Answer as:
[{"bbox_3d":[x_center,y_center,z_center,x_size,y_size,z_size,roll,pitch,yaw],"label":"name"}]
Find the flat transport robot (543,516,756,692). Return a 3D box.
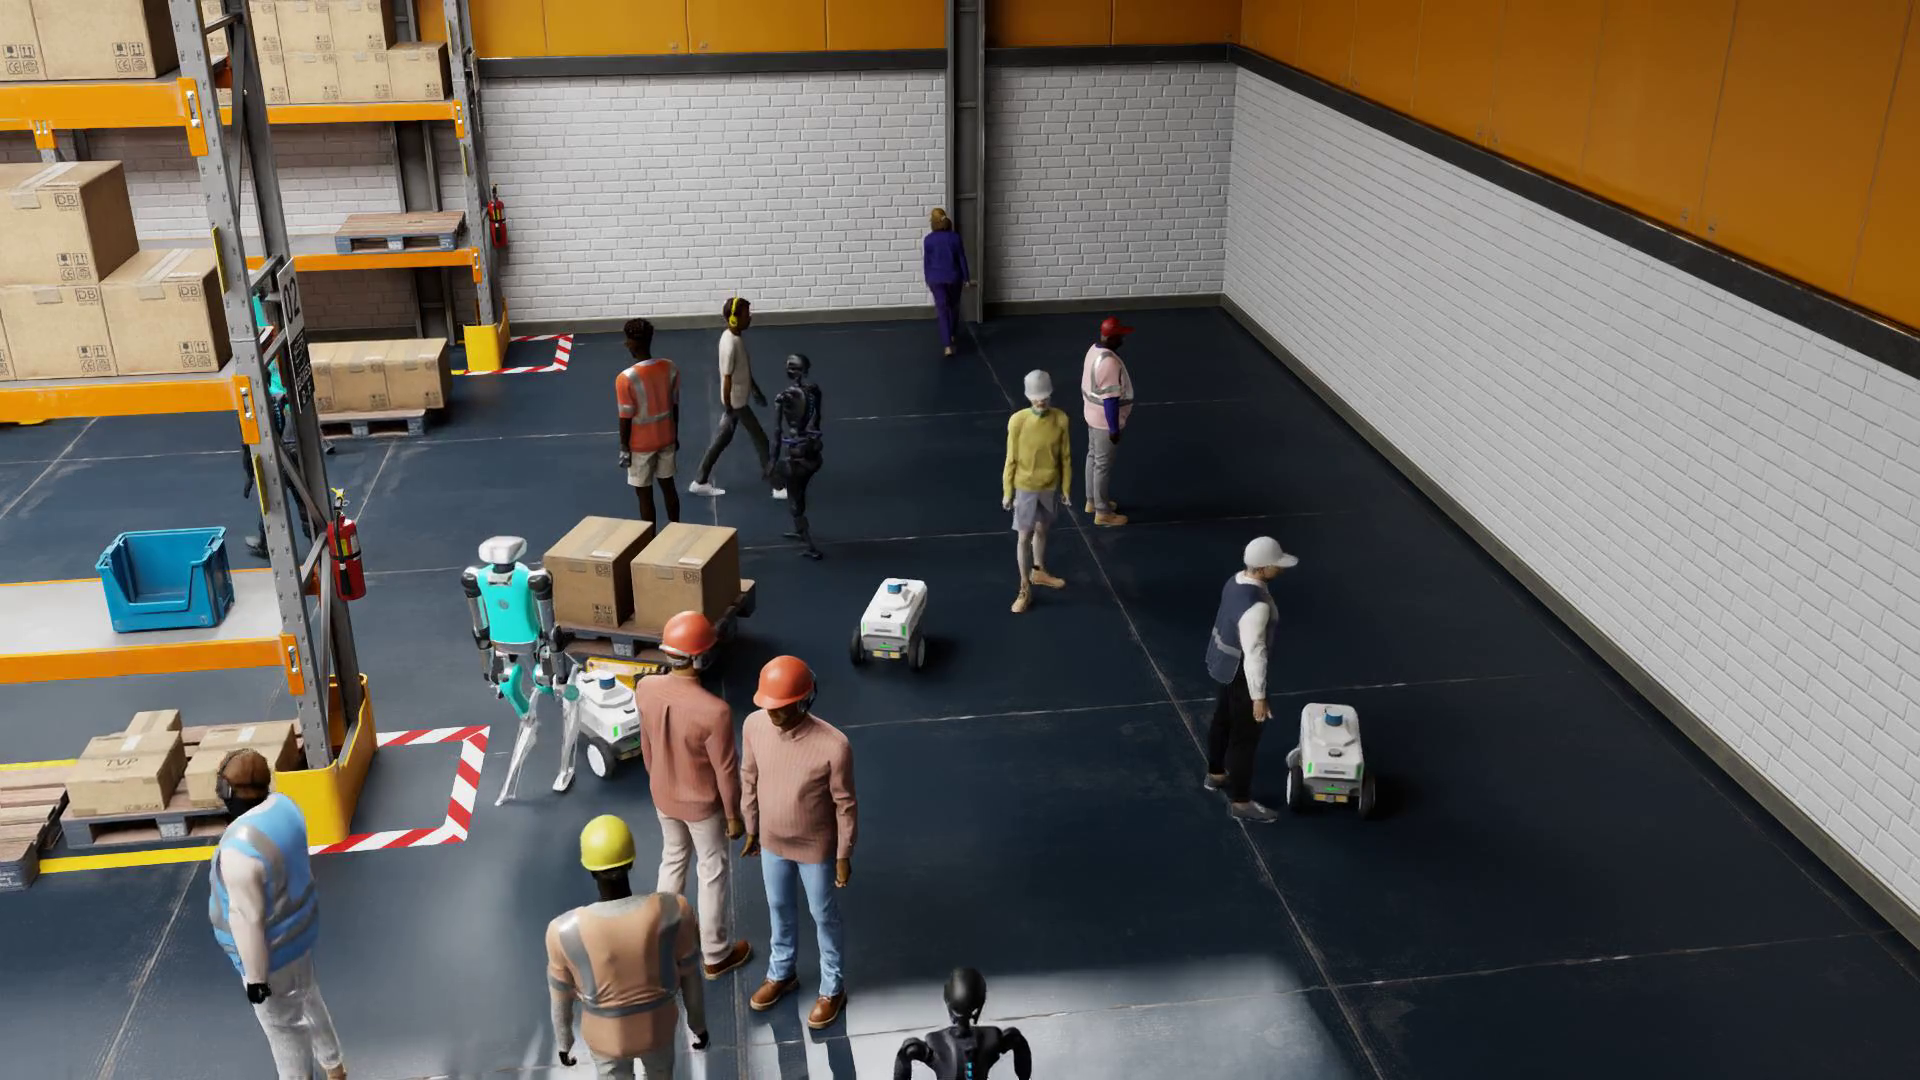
[{"bbox_3d":[-2.164,0.726,11.744,0.659,0.231,1.431,5,24,12],"label":"flat transport robot"}]

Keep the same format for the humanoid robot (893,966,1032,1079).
[{"bbox_3d":[0.004,2.366,6.273,0.605,1.639,0.661,-5,24,-11],"label":"humanoid robot"}]

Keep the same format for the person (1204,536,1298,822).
[{"bbox_3d":[1.690,0.783,9.778,0.473,1.748,0.778,-2,24,-4],"label":"person"}]

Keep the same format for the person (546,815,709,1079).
[{"bbox_3d":[-1.361,1.977,6.850,0.622,1.910,0.433,-8,25,-18],"label":"person"}]

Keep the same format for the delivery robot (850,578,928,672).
[{"bbox_3d":[-0.472,0.586,11.729,0.510,0.614,0.785,5,24,11],"label":"delivery robot"}]

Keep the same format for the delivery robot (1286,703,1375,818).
[{"bbox_3d":[2.242,1.312,10.054,0.499,0.598,0.769,4,24,8],"label":"delivery robot"}]

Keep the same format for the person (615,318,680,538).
[{"bbox_3d":[-2.450,-0.792,13.107,0.370,1.958,0.596,18,29,35],"label":"person"}]

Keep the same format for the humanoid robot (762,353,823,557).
[{"bbox_3d":[-1.311,-0.678,13.227,0.604,1.650,0.605,17,29,33],"label":"humanoid robot"}]

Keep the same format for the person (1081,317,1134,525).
[{"bbox_3d":[1.227,-1.001,13.829,0.419,1.754,0.613,-3,24,-7],"label":"person"}]

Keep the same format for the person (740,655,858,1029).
[{"bbox_3d":[-0.784,1.440,7.971,0.614,1.993,0.393,12,26,25],"label":"person"}]

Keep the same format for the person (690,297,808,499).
[{"bbox_3d":[-1.880,-1.204,14.224,1.014,1.811,0.499,-2,24,-6],"label":"person"}]

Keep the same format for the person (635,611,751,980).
[{"bbox_3d":[-1.330,1.275,8.368,0.615,1.985,0.410,15,28,30],"label":"person"}]

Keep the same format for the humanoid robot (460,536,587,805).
[{"bbox_3d":[-2.539,0.722,9.931,0.557,1.785,0.740,3,24,7],"label":"humanoid robot"}]

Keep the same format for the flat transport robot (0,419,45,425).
[{"bbox_3d":[-9.689,-1.298,16.354,1.431,0.231,0.659,-3,24,-8],"label":"flat transport robot"}]

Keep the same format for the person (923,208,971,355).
[{"bbox_3d":[-0.141,-2.858,18.291,0.515,1.554,0.866,-2,24,-4],"label":"person"}]

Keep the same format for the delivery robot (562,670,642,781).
[{"bbox_3d":[-2.190,1.127,10.481,0.499,0.601,0.783,-19,30,-37],"label":"delivery robot"}]

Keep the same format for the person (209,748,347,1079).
[{"bbox_3d":[-3.064,1.806,7.382,0.433,1.806,0.718,-2,24,-4],"label":"person"}]

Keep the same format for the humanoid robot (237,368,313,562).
[{"bbox_3d":[-5.377,-0.602,13.052,0.745,1.626,0.616,15,28,30],"label":"humanoid robot"}]

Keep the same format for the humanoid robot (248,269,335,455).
[{"bbox_3d":[-6.166,-1.537,15.188,0.819,1.875,0.555,4,24,9],"label":"humanoid robot"}]

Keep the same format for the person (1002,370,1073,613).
[{"bbox_3d":[0.594,-0.407,12.369,0.552,1.855,0.570,-6,25,-14],"label":"person"}]
